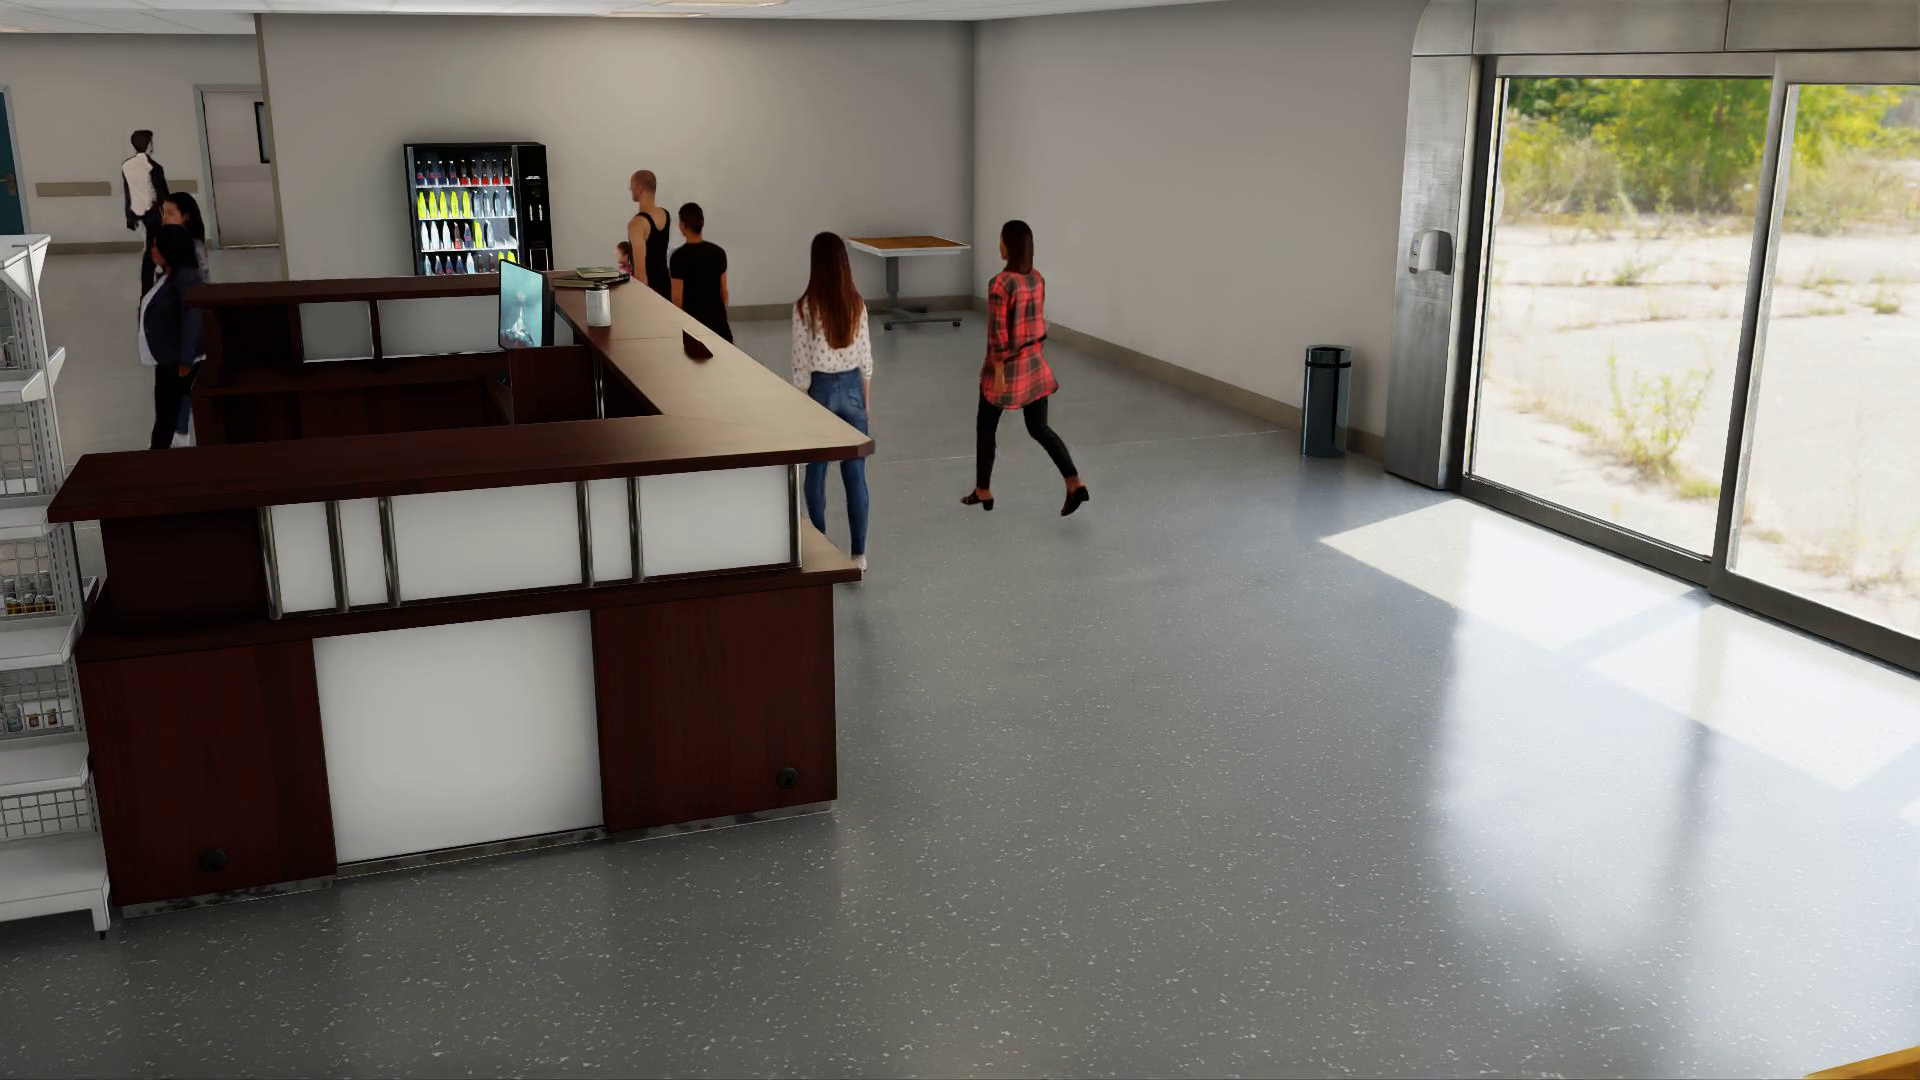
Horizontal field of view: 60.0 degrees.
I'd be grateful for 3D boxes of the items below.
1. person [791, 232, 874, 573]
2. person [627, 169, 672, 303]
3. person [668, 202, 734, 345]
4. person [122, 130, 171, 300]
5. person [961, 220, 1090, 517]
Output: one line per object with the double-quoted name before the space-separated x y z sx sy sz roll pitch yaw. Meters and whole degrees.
"person" -0.599 -0.645 8.332 1.072 1.685 0.700 -5 16 -16
"person" -2.133 -1.741 12.050 1.207 1.778 1.162 8 17 25
"person" -1.661 -1.373 10.990 0.952 1.644 0.753 -9 18 -28
"person" -8.763 -3.413 17.815 0.969 1.867 1.030 7 17 25
"person" 0.391 -0.912 9.308 1.020 1.669 1.134 14 21 41
